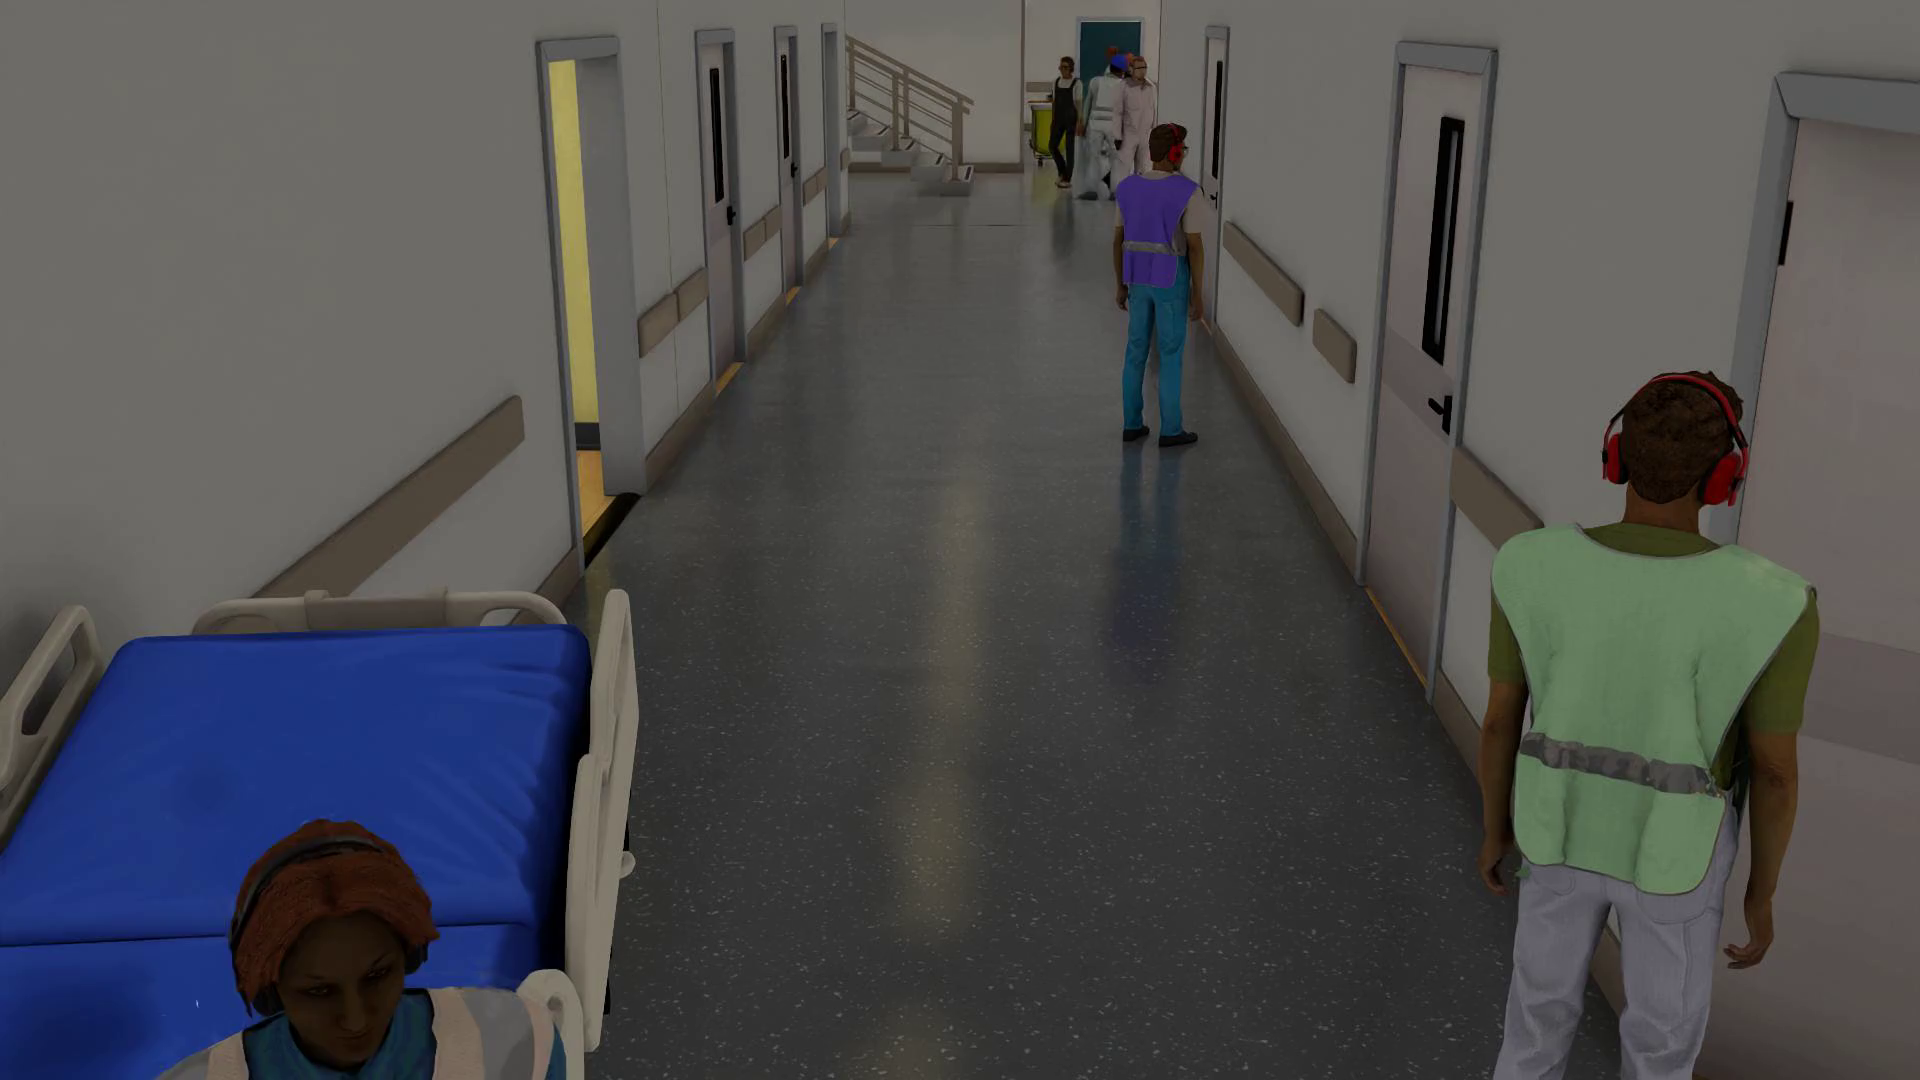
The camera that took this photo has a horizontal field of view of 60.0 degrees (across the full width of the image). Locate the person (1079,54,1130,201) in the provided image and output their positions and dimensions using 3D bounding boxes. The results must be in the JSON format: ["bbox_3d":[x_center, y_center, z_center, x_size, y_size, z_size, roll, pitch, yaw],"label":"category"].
[{"bbox_3d":[1.924,-5.486,22.177,0.716,1.900,0.402,5,18,14],"label":"person"}]

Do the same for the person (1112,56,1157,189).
[{"bbox_3d":[2.213,-5.078,20.872,0.650,1.907,0.409,-10,20,-29],"label":"person"}]

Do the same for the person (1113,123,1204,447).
[{"bbox_3d":[1.136,-1.454,9.585,0.573,1.841,0.374,13,22,35],"label":"person"}]

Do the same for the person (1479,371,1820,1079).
[{"bbox_3d":[1.240,0.598,3.135,0.564,1.846,0.390,11,21,31],"label":"person"}]

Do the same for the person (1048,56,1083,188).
[{"bbox_3d":[1.493,-5.948,23.714,0.537,1.835,0.400,12,21,32],"label":"person"}]

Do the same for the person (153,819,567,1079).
[{"bbox_3d":[-0.683,1.080,1.986,0.519,1.625,0.359,-8,19,-23],"label":"person"}]

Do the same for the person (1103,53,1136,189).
[{"bbox_3d":[2.278,-5.695,22.832,0.444,1.903,0.632,12,21,32],"label":"person"}]
